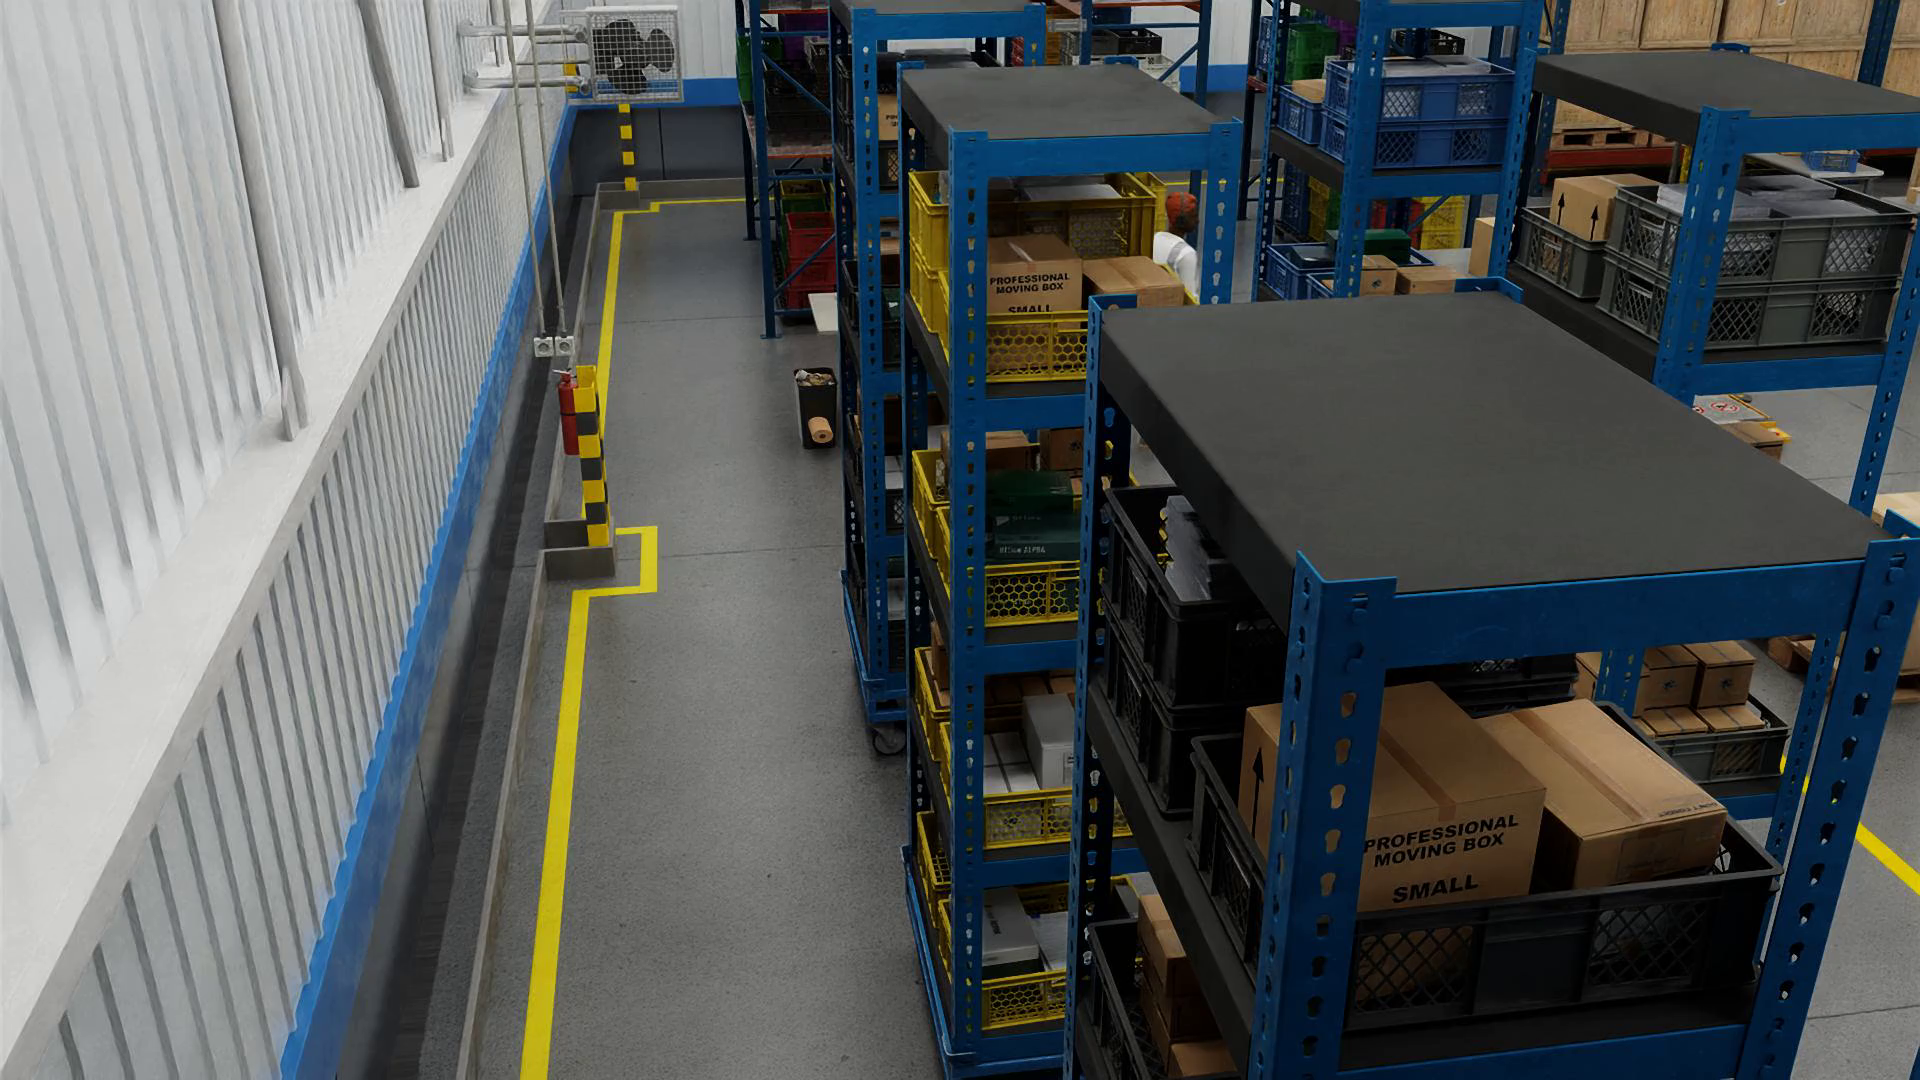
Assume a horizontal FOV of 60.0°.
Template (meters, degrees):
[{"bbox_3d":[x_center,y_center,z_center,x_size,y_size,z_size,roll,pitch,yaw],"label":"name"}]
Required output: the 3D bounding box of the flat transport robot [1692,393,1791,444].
[{"bbox_3d":[5.224,-0.859,12.132,1.431,0.197,0.652,-4,25,-8],"label":"flat transport robot"}]

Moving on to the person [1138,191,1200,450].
[{"bbox_3d":[1.469,-1.483,11.592,0.350,1.881,0.575,-11,27,-22],"label":"person"}]
